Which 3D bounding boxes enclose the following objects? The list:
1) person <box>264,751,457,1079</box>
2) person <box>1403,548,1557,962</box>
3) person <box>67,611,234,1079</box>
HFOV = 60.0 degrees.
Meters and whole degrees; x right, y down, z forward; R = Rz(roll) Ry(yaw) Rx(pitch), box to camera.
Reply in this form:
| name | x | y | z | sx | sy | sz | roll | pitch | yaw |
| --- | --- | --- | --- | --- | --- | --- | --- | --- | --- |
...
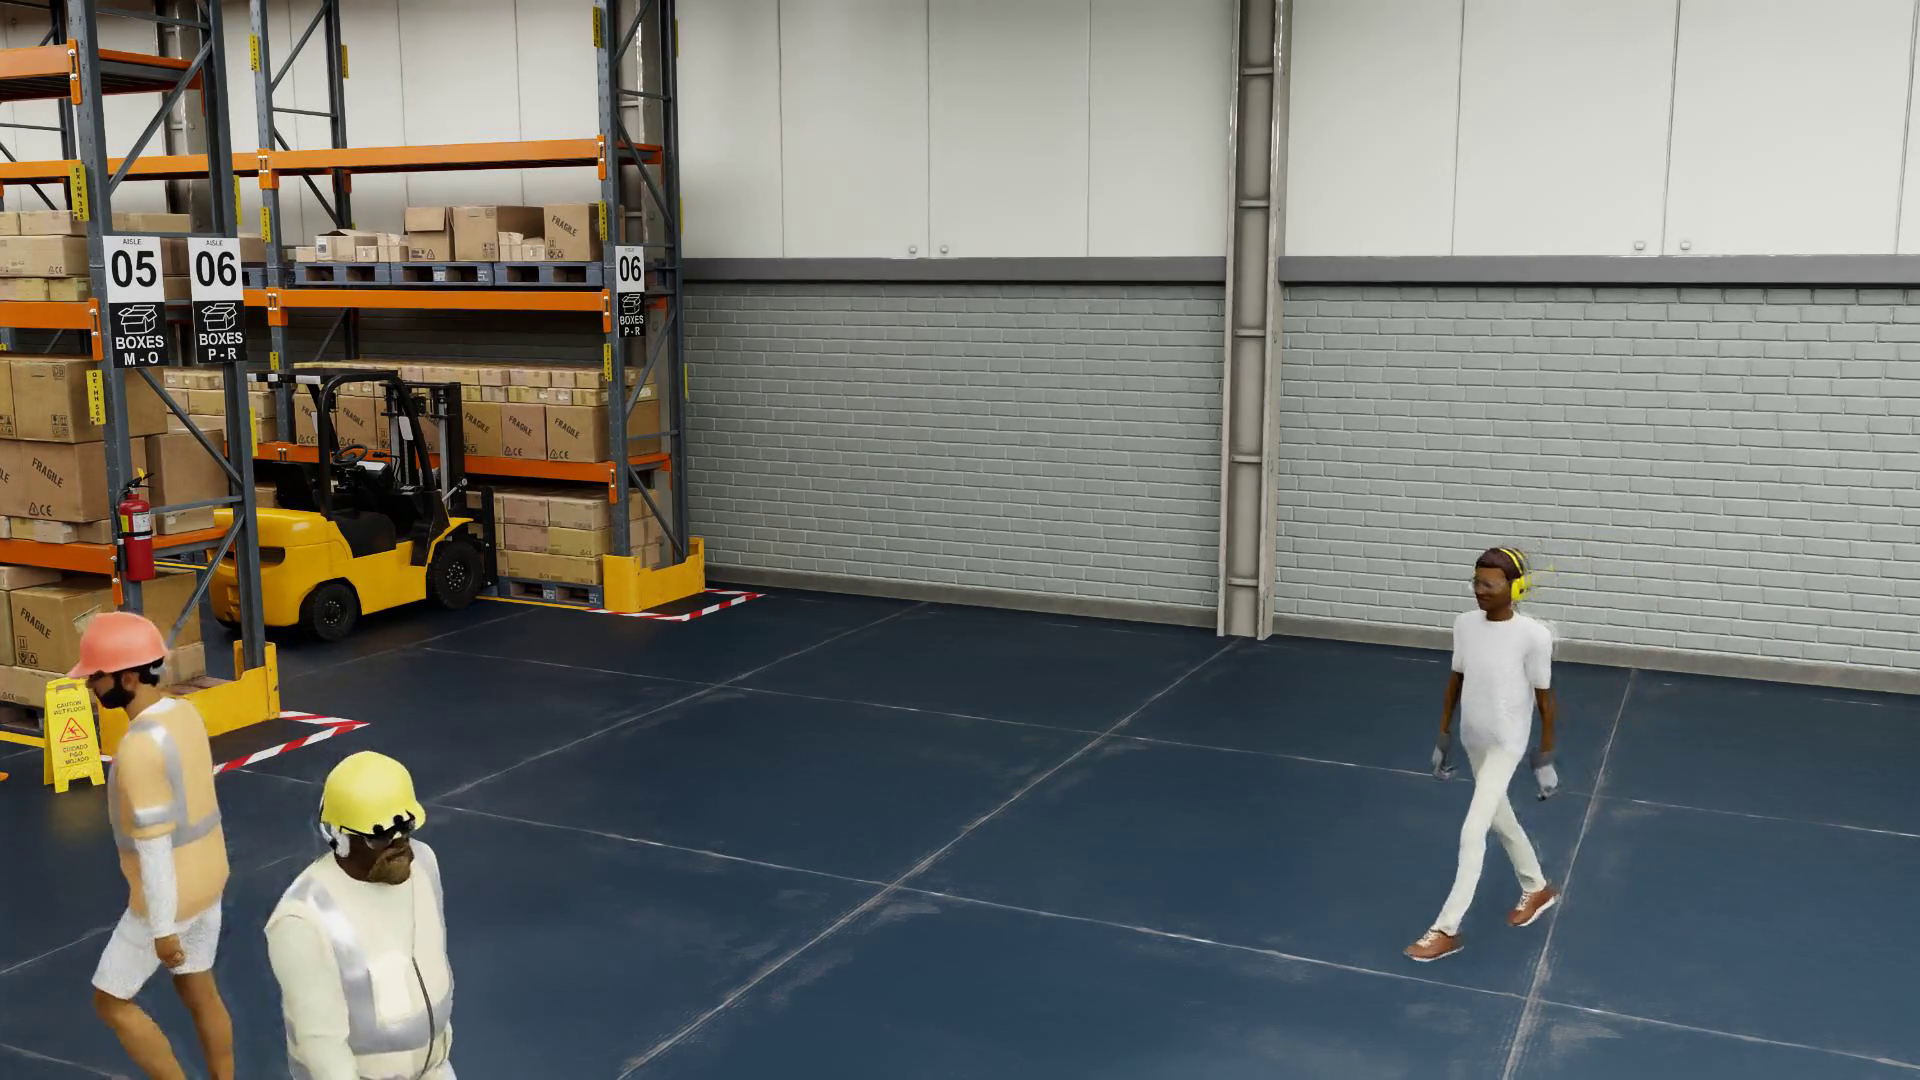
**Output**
| name | x | y | z | sx | sy | sz | roll | pitch | yaw |
| --- | --- | --- | --- | --- | --- | --- | --- | --- | --- |
| person | -1.480 | 1.426 | 4.396 | 0.671 | 1.803 | 0.600 | 4 | 10 | 24 |
| person | 2.394 | 0.924 | 7.459 | 1.006 | 1.827 | 0.529 | -5 | 11 | -30 |
| person | -2.691 | 1.173 | 5.613 | 0.474 | 1.914 | 0.570 | 0 | 9 | -2 |
